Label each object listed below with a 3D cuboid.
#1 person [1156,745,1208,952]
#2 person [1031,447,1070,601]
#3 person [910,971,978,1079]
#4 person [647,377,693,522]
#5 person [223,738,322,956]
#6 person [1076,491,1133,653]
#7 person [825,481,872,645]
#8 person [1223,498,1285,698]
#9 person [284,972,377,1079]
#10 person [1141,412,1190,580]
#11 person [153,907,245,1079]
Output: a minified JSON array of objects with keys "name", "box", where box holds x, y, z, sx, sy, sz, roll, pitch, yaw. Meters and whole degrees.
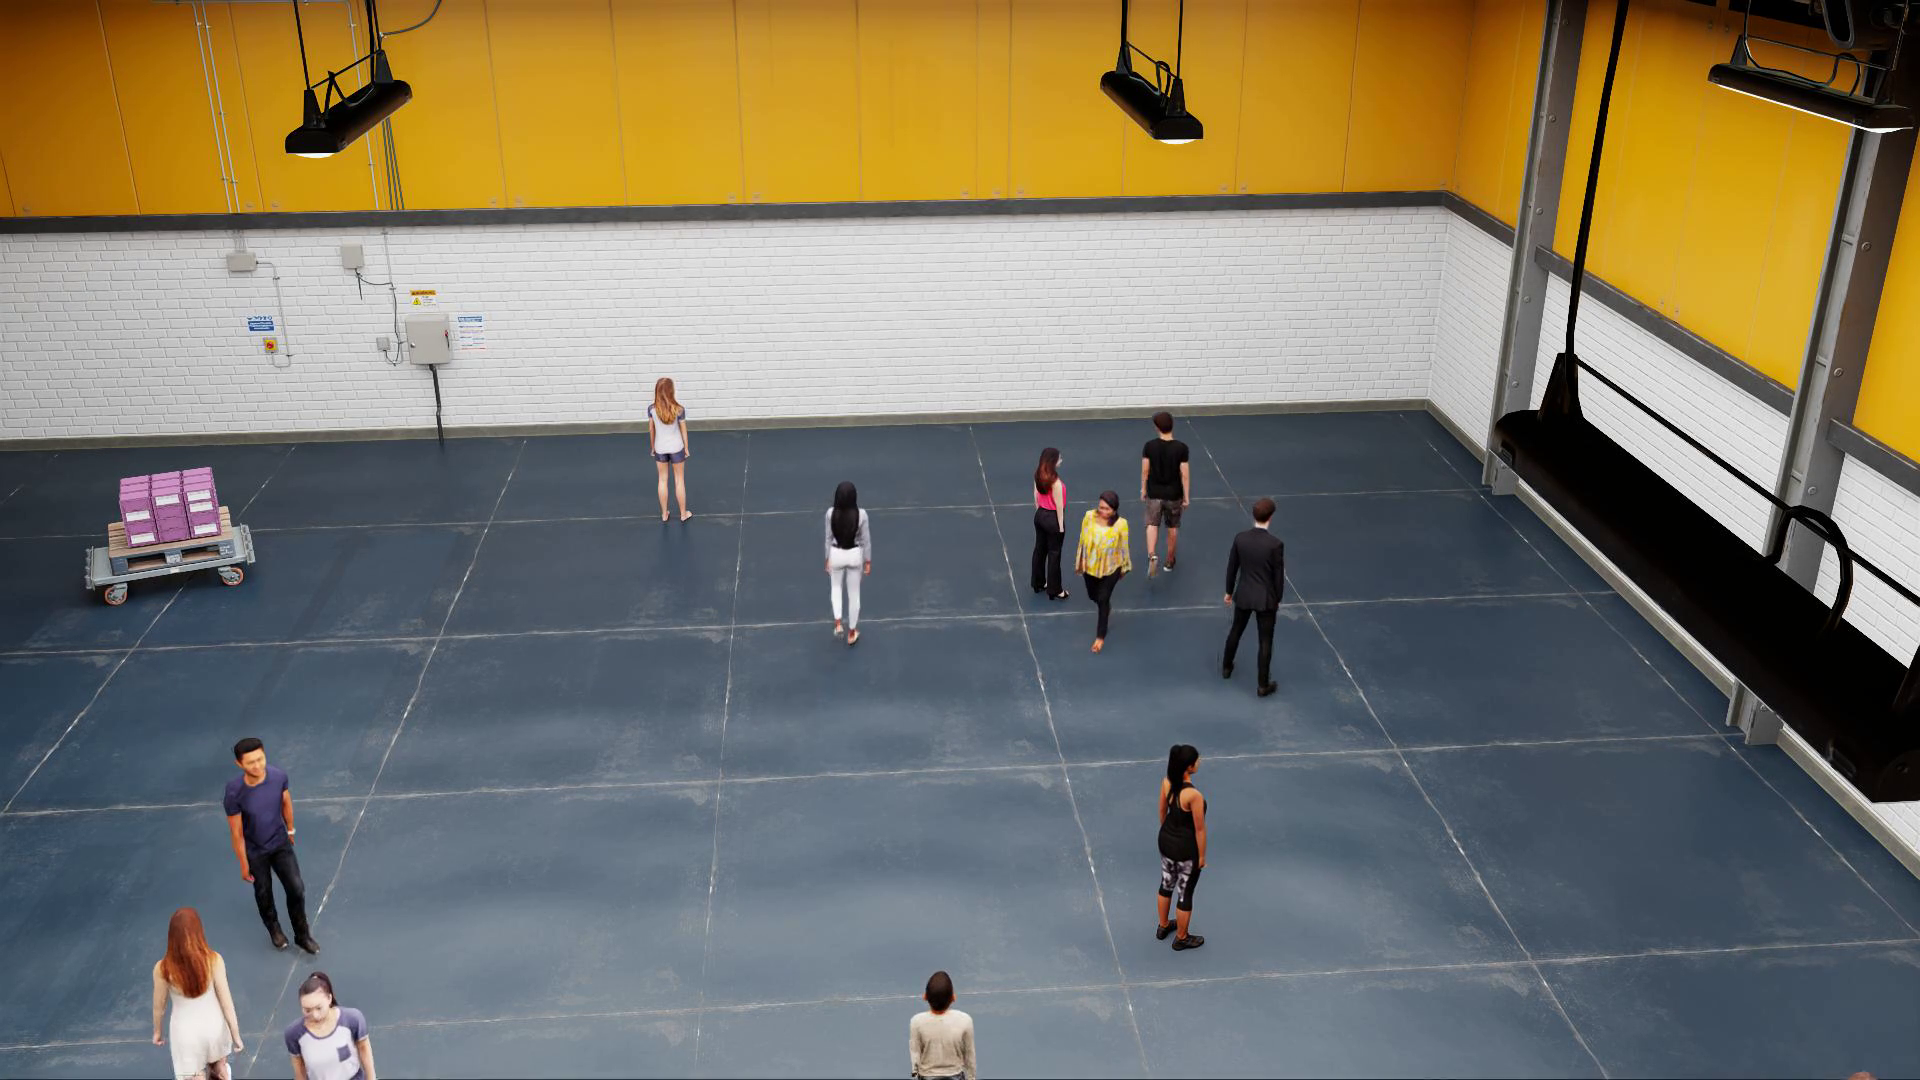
[{"name":"person","box":[1.591,2.194,12.011,0.714,1.670,0.607,-16,28,-33]},{"name":"person","box":[0.950,-0.188,17.471,0.716,1.660,0.606,-16,28,-32]},{"name":"person","box":[-0.105,3.248,9.869,0.546,1.453,0.629,-2,24,-5]},{"name":"person","box":[-3.390,-1.055,19.367,0.630,1.730,0.578,1,24,3]},{"name":"person","box":[-5.032,2.166,11.948,0.856,1.770,0.925,-19,30,-37]},{"name":"person","box":[1.429,0.255,16.502,1.014,1.624,1.149,12,26,25]},{"name":"person","box":[-1.132,0.254,16.396,0.670,1.712,0.734,2,24,4]},{"name":"person","box":[2.745,0.521,15.590,0.905,1.869,0.942,15,28,31]},{"name":"person","box":[-3.632,3.211,9.746,0.786,1.620,1.064,-9,25,-20]},{"name":"person","box":[2.172,-0.453,17.854,0.836,1.840,1.074,4,24,10]},{"name":"person","box":[-4.589,3.053,10.062,0.881,1.657,1.230,-9,25,-20]}]
